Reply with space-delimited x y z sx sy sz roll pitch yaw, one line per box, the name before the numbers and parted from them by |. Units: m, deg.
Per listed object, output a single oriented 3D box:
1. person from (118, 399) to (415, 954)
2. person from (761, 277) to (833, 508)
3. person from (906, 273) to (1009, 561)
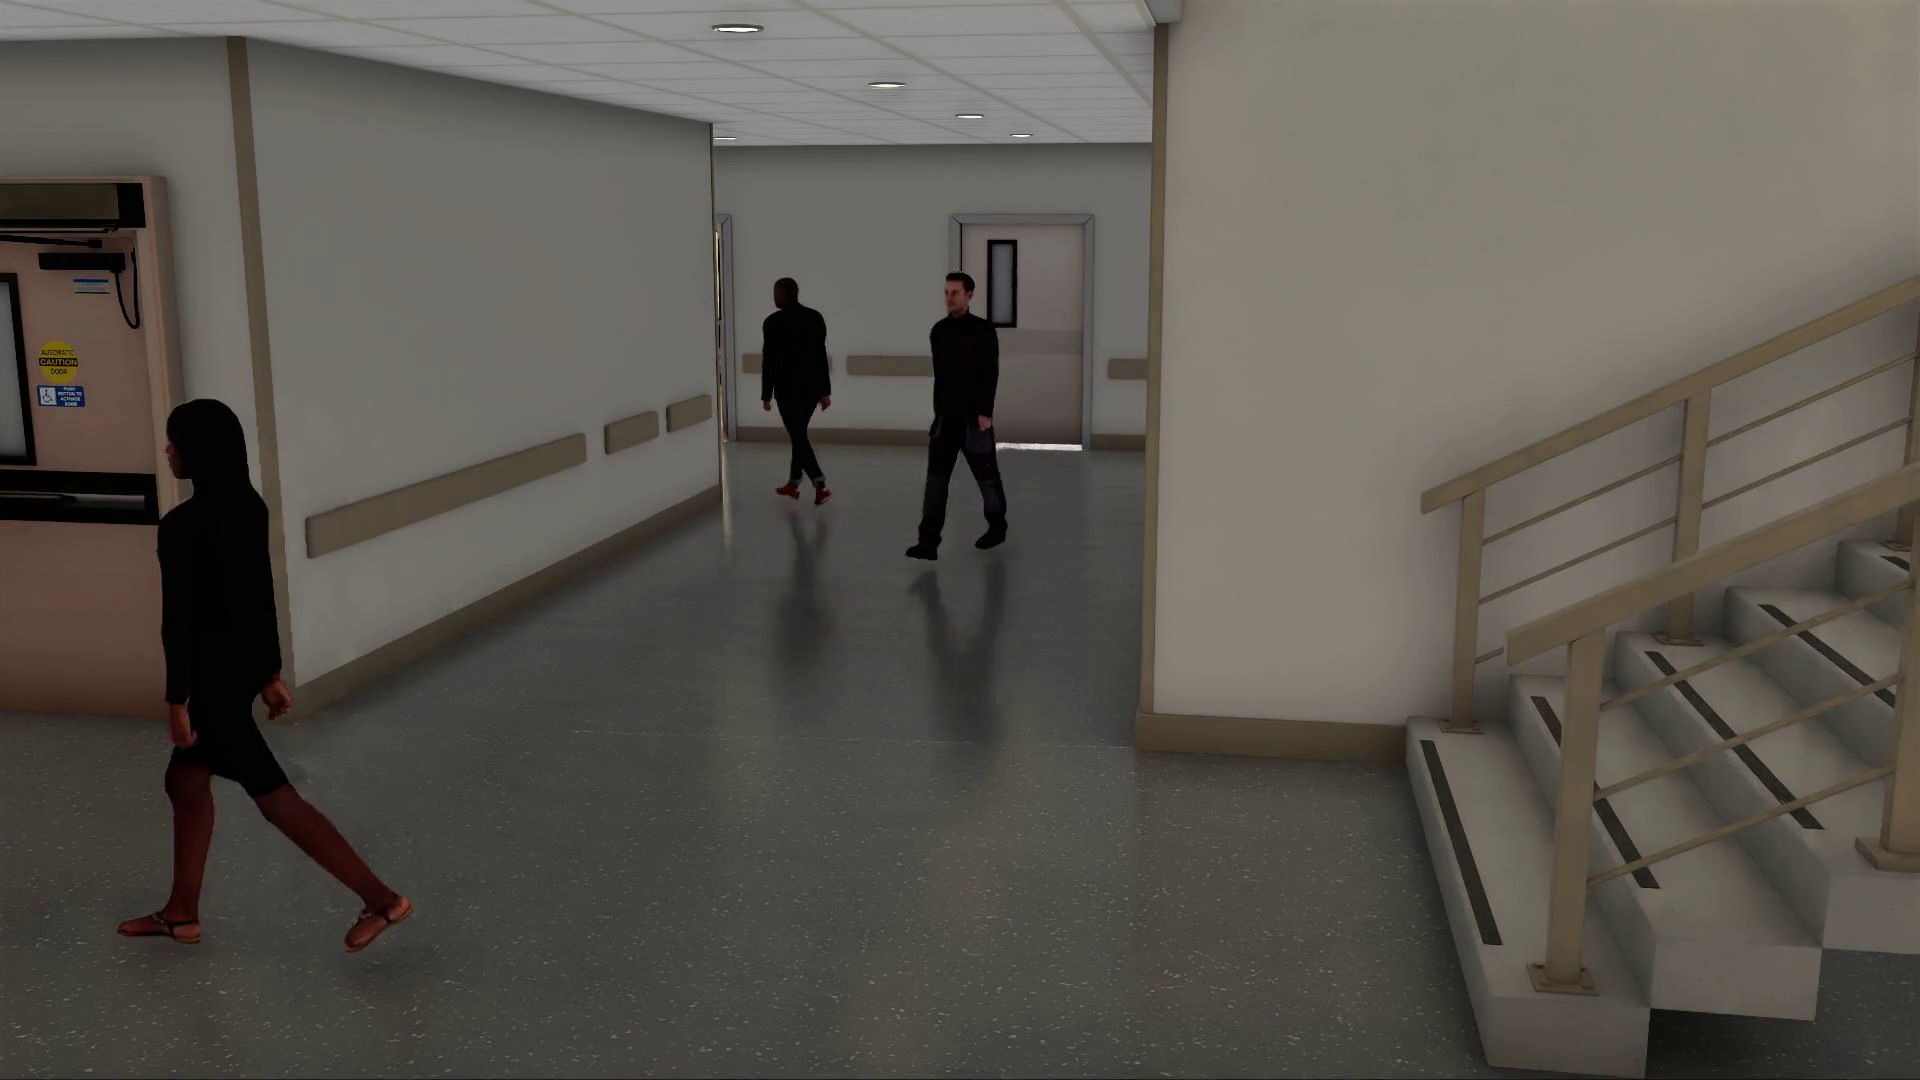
person | -2.066 0.463 4.904 1.213 1.680 0.710 0 11 2
person | -1.220 -1.105 12.932 1.207 1.767 1.273 -7 13 -33
person | 0.069 -0.797 11.041 1.244 1.867 1.066 7 13 32
